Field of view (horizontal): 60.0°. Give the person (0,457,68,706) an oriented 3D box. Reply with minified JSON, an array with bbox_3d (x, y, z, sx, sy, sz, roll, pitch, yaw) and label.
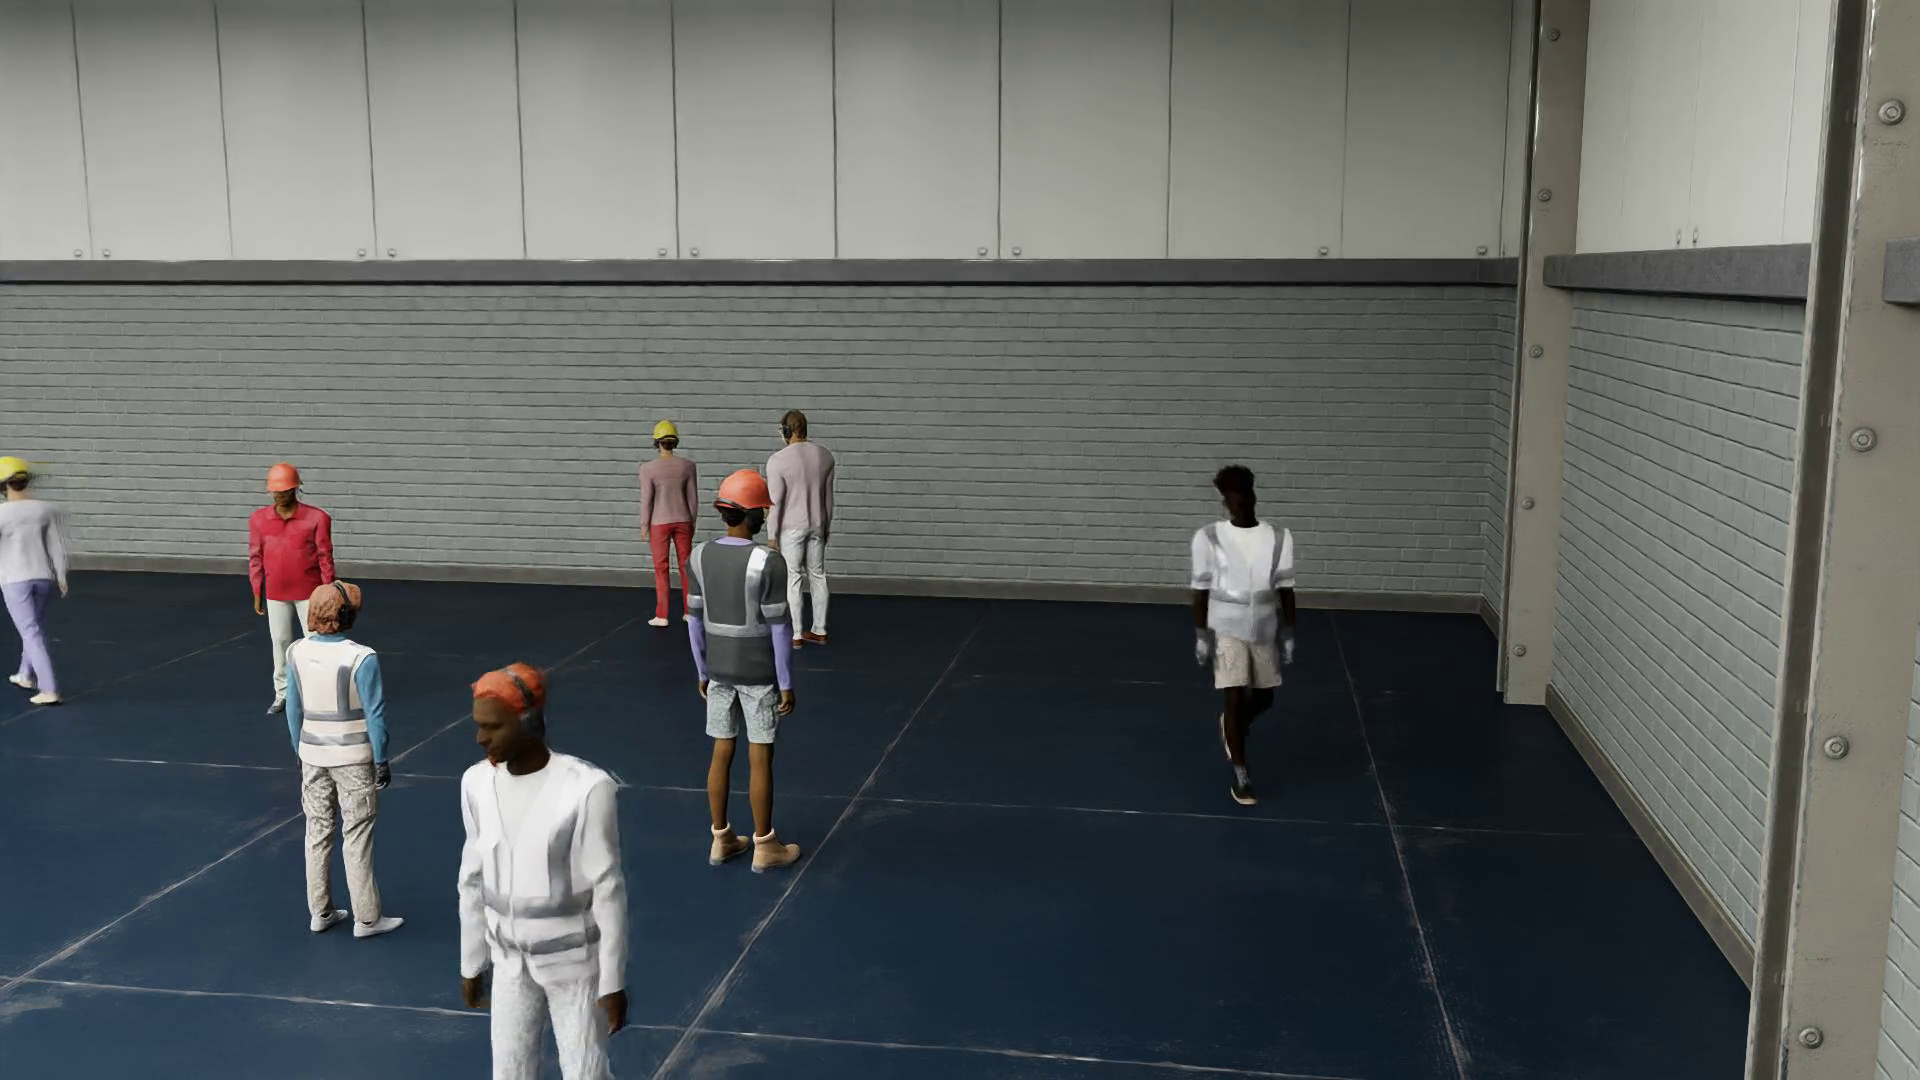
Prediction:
[{"bbox_3d":[-6.641,0.282,11.677,0.848,1.728,0.530,5,10,28],"label":"person"}]

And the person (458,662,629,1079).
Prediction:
[{"bbox_3d":[-1.258,1.284,5.086,0.635,1.874,0.559,4,10,25],"label":"person"}]

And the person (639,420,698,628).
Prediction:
[{"bbox_3d":[-2.483,-0.135,14.174,0.523,1.769,0.314,-6,11,-33],"label":"person"}]

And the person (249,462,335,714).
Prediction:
[{"bbox_3d":[-4.563,0.334,11.358,0.568,1.744,0.359,-1,9,-4],"label":"person"}]

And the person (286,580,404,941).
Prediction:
[{"bbox_3d":[-2.817,1.000,7.564,0.523,1.638,0.311,3,10,20],"label":"person"}]

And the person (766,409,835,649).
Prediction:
[{"bbox_3d":[-1.288,-0.081,13.360,0.633,1.929,0.377,-8,12,-40],"label":"person"}]

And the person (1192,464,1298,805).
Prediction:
[{"bbox_3d":[1.640,0.514,9.694,0.628,1.923,0.789,-1,9,-7],"label":"person"}]

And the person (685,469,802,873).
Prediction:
[{"bbox_3d":[-1.083,0.660,8.421,0.611,2.043,0.375,5,10,28],"label":"person"}]
